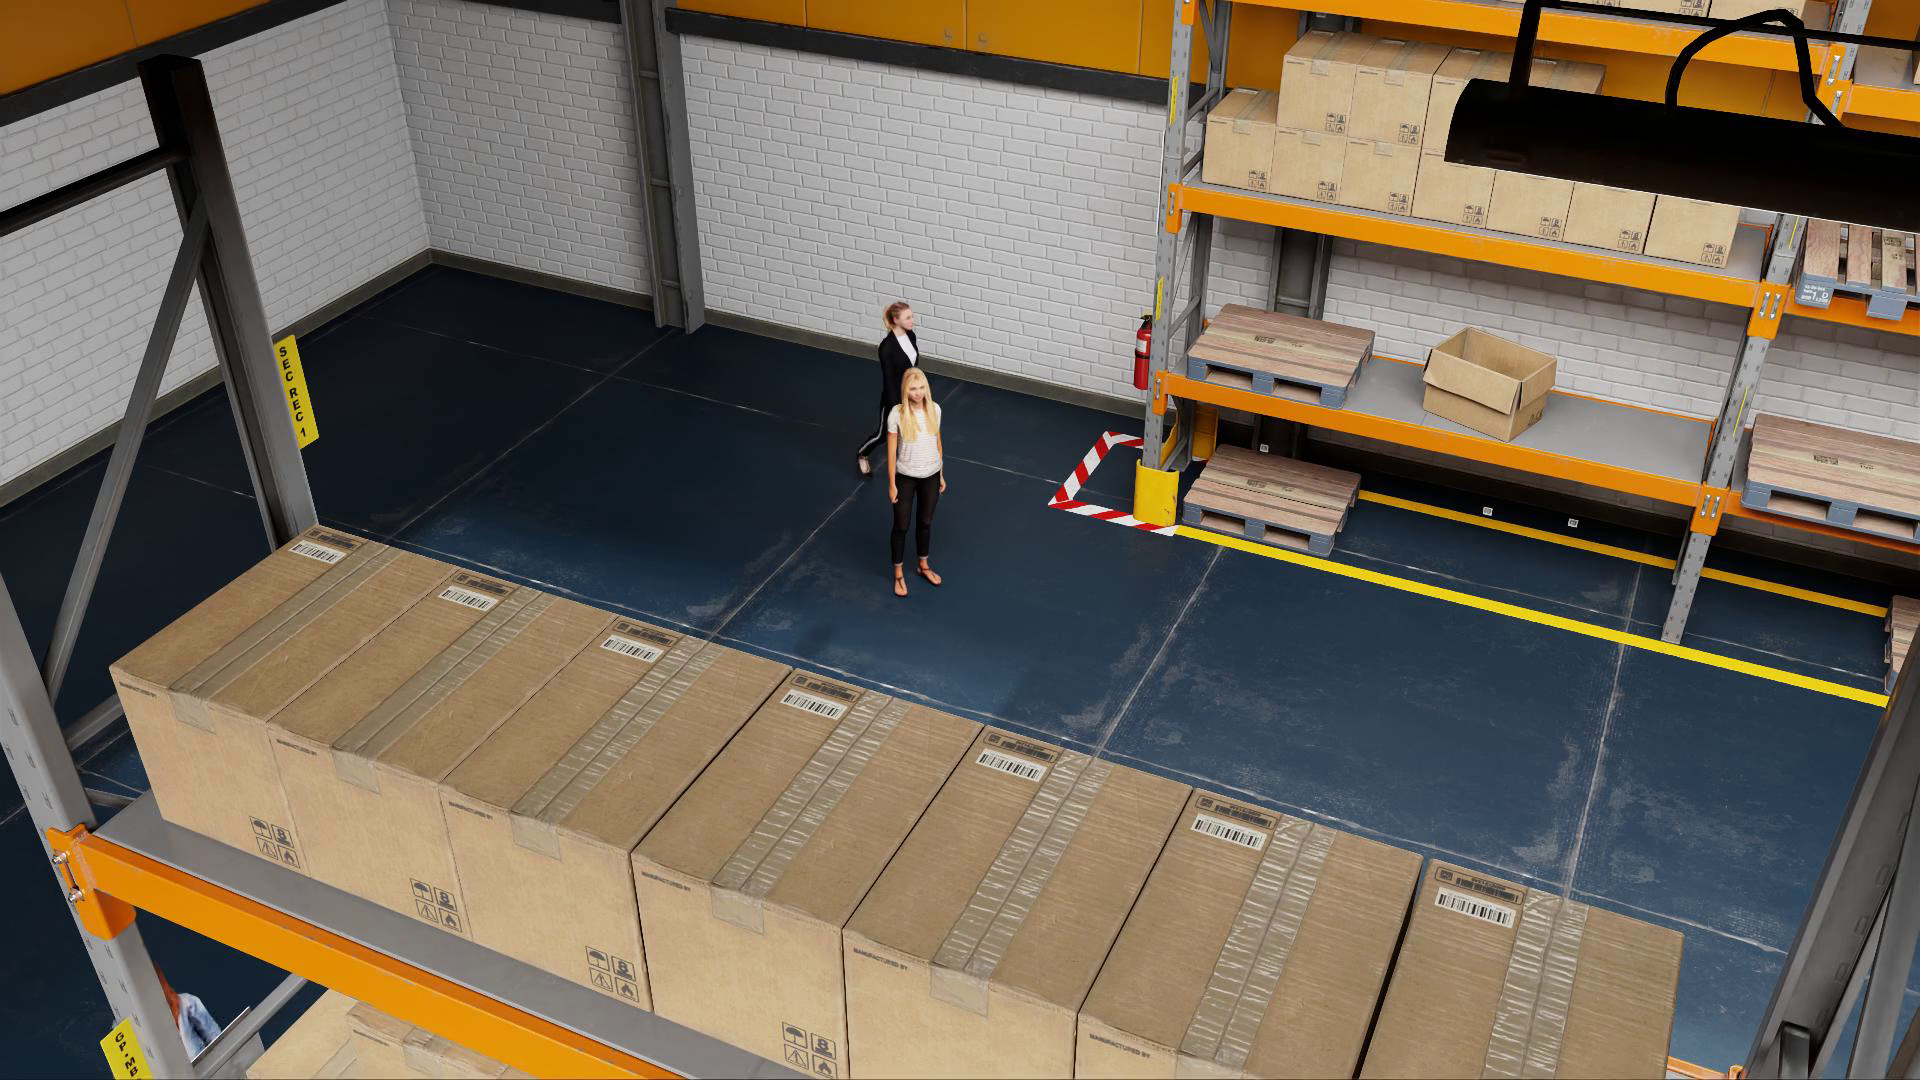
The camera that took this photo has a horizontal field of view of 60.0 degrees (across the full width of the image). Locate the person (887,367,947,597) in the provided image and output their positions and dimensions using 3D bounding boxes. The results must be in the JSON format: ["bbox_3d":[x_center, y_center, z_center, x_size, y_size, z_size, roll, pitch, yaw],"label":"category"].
[{"bbox_3d":[-0.330,-0.447,12.123,0.694,1.825,0.722,-17,37,-23],"label":"person"}]

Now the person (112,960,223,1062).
[{"bbox_3d":[-3.701,2.581,7.904,0.994,1.453,1.033,-10,35,-15],"label":"person"}]

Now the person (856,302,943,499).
[{"bbox_3d":[-0.562,-1.111,13.263,1.139,1.669,0.786,24,40,31],"label":"person"}]
